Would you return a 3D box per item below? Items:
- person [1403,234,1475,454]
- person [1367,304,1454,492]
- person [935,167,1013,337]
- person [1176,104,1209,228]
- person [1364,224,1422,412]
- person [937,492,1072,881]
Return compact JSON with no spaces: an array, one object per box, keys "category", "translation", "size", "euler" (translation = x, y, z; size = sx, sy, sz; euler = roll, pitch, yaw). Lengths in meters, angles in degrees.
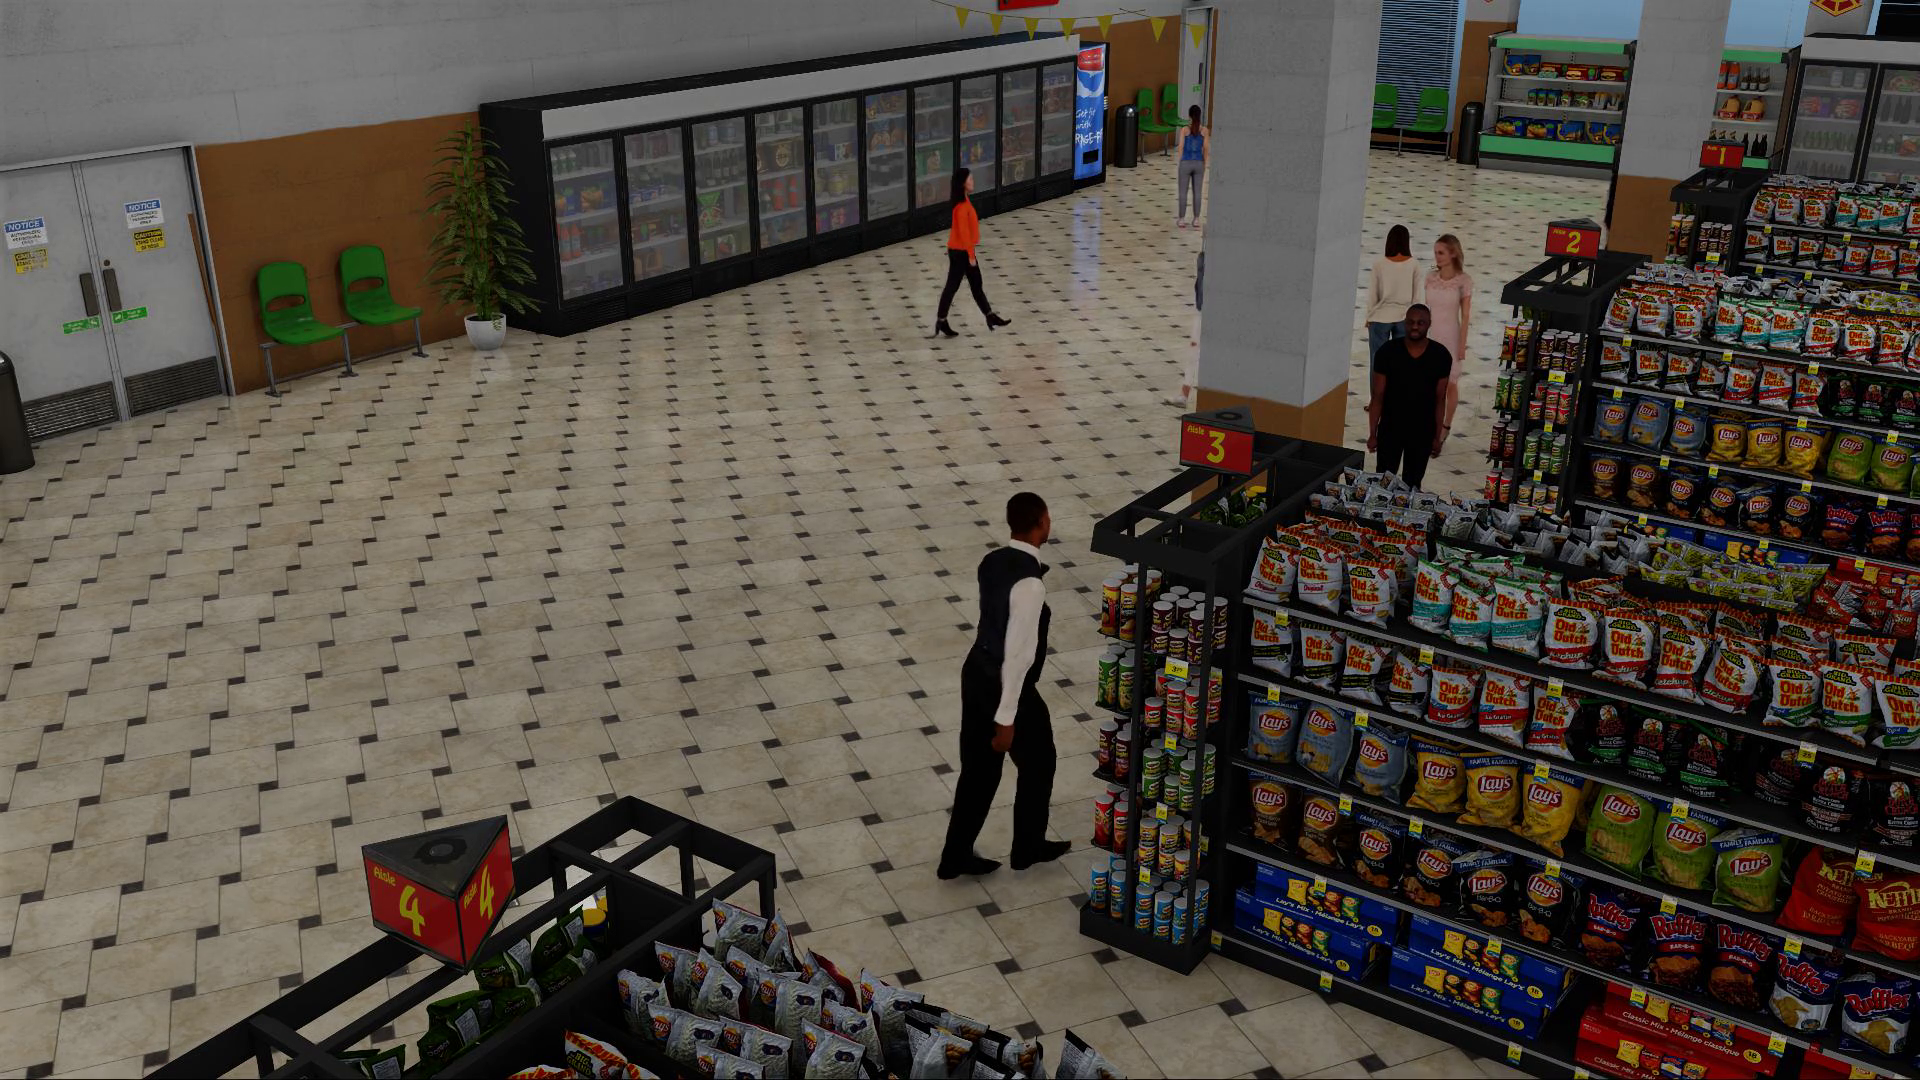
[{"category":"person","translation":[3.999,-1.591,13.578],"size":[0.929,1.789,0.750],"euler":[18,28,38]},{"category":"person","translation":[3.057,-0.735,11.406],"size":[0.638,1.818,0.797],"euler":[4,22,10]},{"category":"person","translation":[-0.072,-2.902,16.936],"size":[1.125,1.717,0.983],"euler":[0,22,0]},{"category":"person","translation":[3.115,-5.036,22.394],"size":[0.641,1.608,0.706],"euler":[-3,22,-7]},{"category":"person","translation":[3.775,-1.921,14.541],"size":[0.645,1.683,0.760],"euler":[2,22,6]},{"category":"person","translation":[0.133,0.738,7.668],"size":[0.999,1.872,0.999],"euler":[-8,23,-19]}]
